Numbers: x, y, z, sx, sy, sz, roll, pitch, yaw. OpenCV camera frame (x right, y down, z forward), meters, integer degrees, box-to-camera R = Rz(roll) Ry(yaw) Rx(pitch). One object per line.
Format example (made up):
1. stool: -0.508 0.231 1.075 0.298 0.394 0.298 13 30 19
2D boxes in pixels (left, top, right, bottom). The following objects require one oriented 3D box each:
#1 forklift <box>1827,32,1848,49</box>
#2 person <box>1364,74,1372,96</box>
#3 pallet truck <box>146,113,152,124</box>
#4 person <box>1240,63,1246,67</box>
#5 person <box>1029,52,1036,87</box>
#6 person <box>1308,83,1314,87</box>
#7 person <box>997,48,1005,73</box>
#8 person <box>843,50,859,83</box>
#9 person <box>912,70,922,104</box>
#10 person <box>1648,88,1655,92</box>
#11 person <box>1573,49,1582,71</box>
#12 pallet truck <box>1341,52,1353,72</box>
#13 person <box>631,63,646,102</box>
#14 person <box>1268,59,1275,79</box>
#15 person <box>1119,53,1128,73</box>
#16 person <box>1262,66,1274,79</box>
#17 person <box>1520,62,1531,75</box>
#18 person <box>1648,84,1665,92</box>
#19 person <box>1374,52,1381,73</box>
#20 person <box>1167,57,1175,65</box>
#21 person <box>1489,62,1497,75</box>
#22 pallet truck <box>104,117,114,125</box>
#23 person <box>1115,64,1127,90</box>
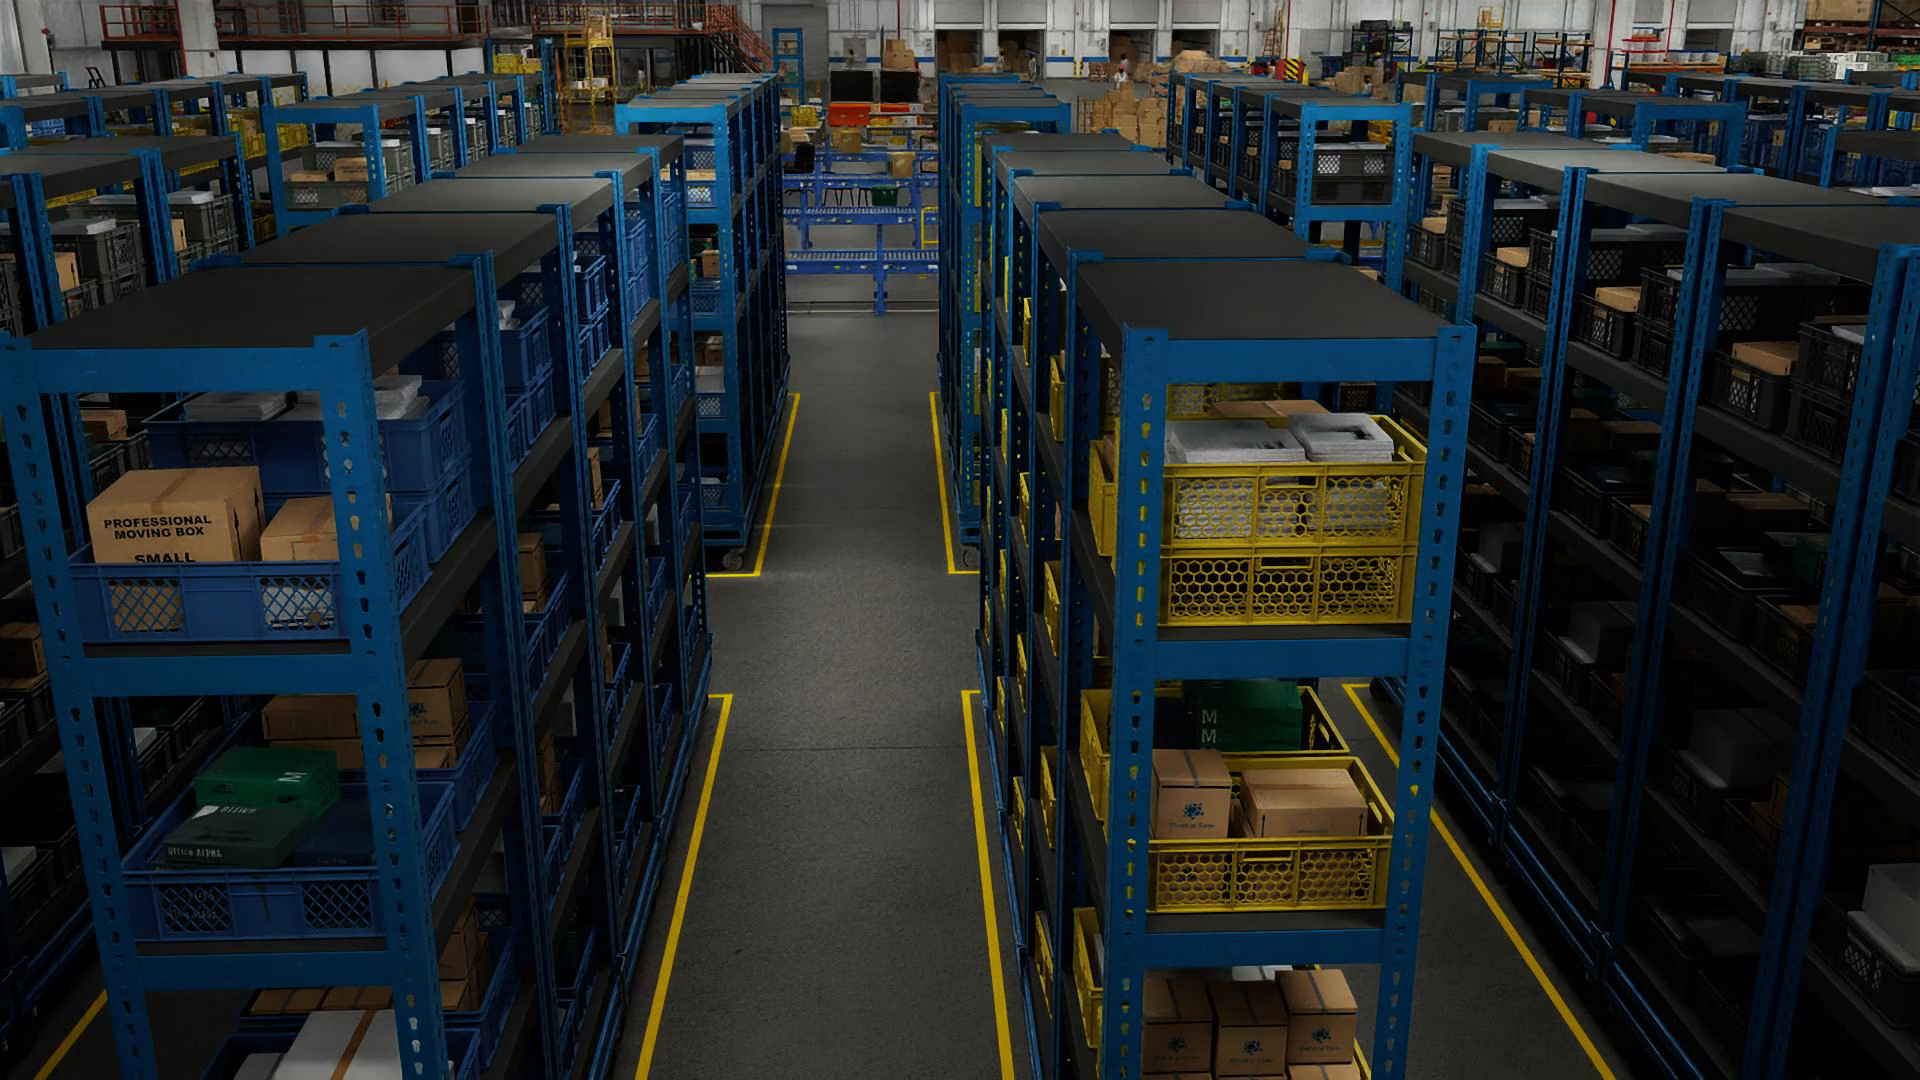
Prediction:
1. forklift: 46.023 -25.321 87.619 1.129 2.768 1.873 -1 18 -2
2. person: 14.554 -15.696 59.462 0.310 1.864 0.533 -1 18 -2
3. pallet truck: -18.087 -8.309 36.390 1.885 1.965 0.823 -1 18 -4
4. person: 12.577 -20.379 74.147 0.491 1.744 0.295 11 21 31
5. person: 3.623 -23.504 83.506 0.402 1.938 0.602 -5 19 -15
6. person: 11.901 -14.778 56.901 0.321 1.690 0.543 17 25 42
7. person: 2.325 -25.970 91.192 0.748 1.899 0.635 7 19 20
8. person: -6.114 -26.359 92.558 0.908 1.808 0.622 -15 23 -38
9. person: -1.547 -16.779 62.784 0.998 1.887 0.541 -7 19 -21
10. person: 21.529 -13.206 51.930 0.355 1.755 0.518 -10 21 -29
11. person: 33.056 -25.283 89.050 0.776 1.918 0.557 -5 19 -15
12. pallet truck: 18.794 -23.123 82.231 0.823 1.965 1.885 -13 22 -35
13. person: -13.620 -19.348 70.776 0.797 1.862 0.582 -3 18 -8
14. person: 15.074 -22.403 80.502 0.321 1.692 0.534 15 23 40
15. person: 8.436 -24.012 85.281 0.799 1.820 0.634 -8 20 -23
16. person: 12.413 -18.239 67.318 0.601 1.882 0.806 8 19 23
17. person: 25.175 -20.358 74.006 0.691 1.810 0.526 -15 23 -38
18. person: 24.994 -15.866 59.705 0.697 2.000 0.776 13 22 35
19. person: 21.114 -23.808 84.491 0.483 1.912 0.596 1 18 3
20. person: 9.817 -21.513 77.408 0.916 1.910 0.638 -14 23 -37
21. person: 23.097 -19.795 72.199 0.780 1.830 0.564 -1 18 -3
22. pallet truck: -18.367 -7.885 35.078 1.885 1.965 0.823 1 18 2
23. person: 6.604 -18.462 67.971 0.568 1.890 0.946 -4 18 -14
